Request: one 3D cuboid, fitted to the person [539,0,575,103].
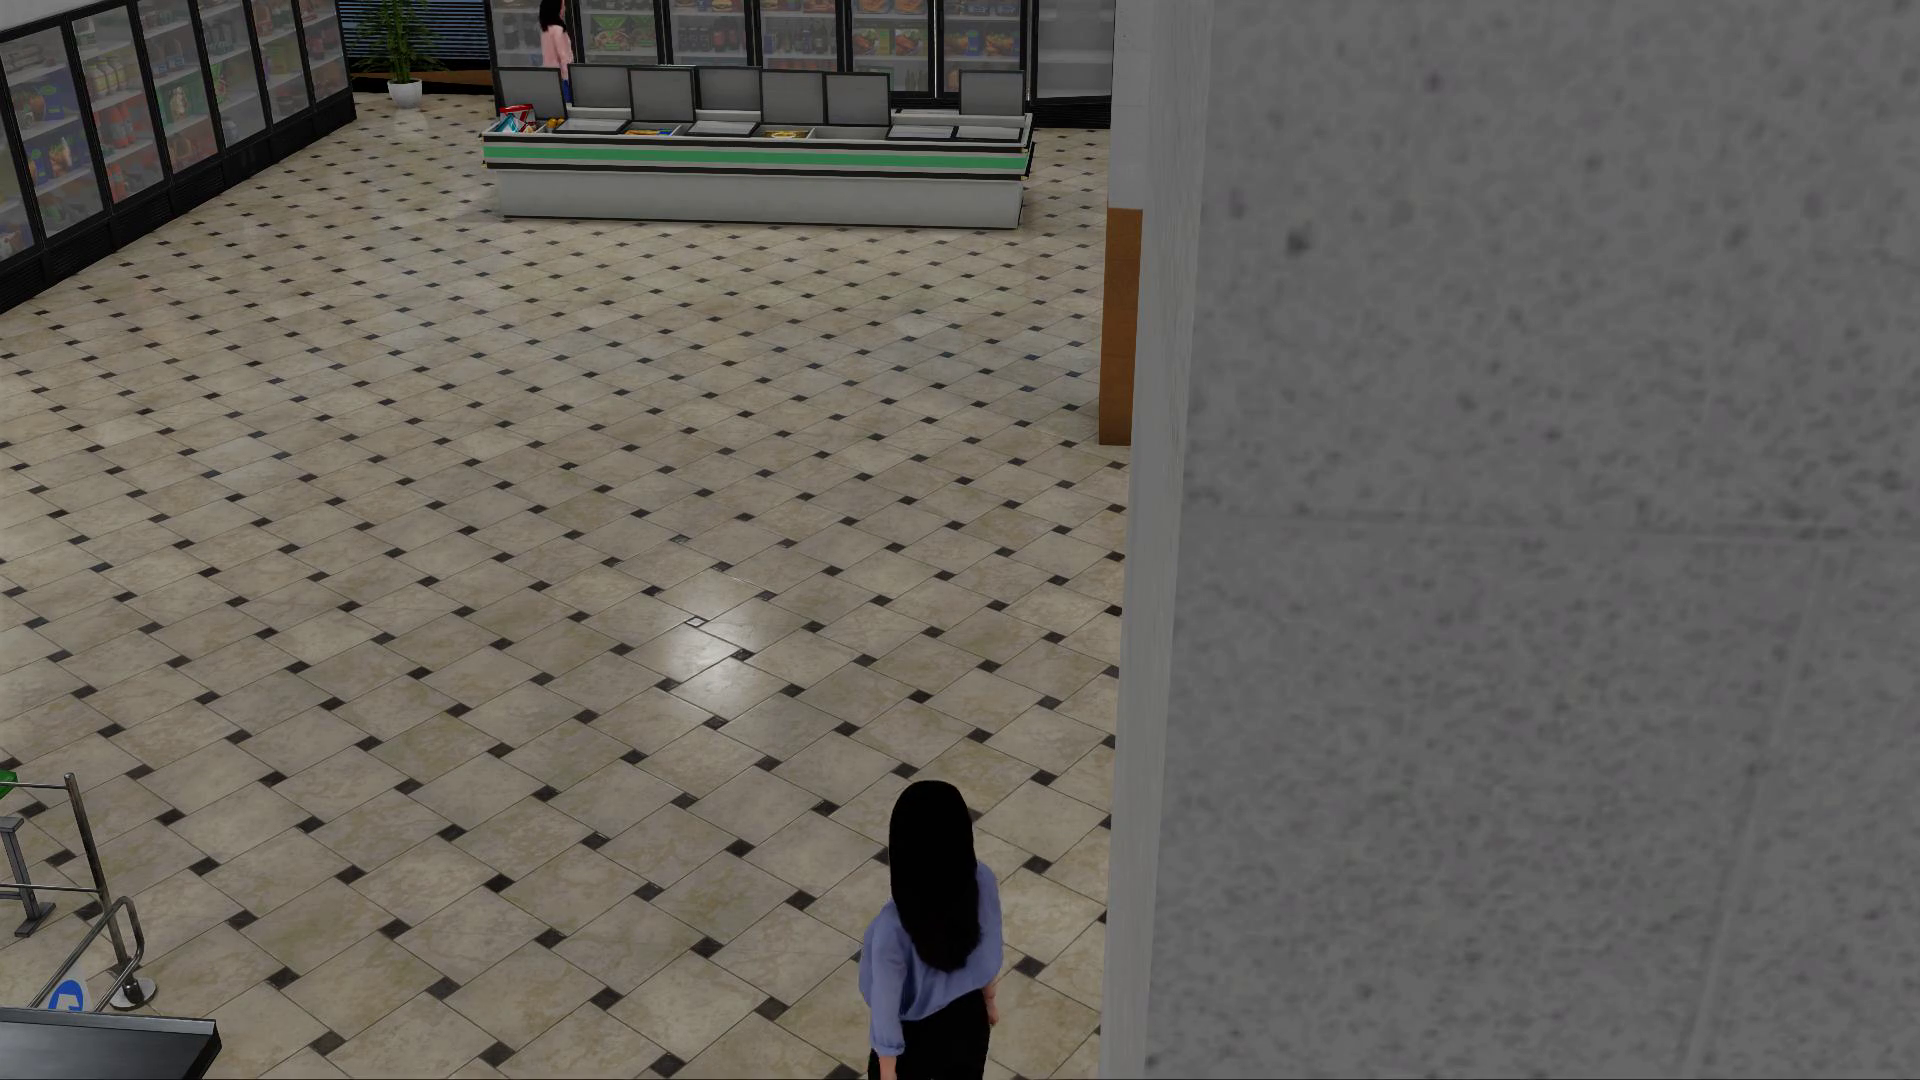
[{"bbox_3d":[-4.088,-4.560,16.627,0.927,1.741,0.852,-14,30,-26],"label":"person"}]

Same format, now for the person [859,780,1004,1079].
[{"bbox_3d":[-0.002,1.487,4.727,1.146,1.719,1.054,24,35,39],"label":"person"}]
